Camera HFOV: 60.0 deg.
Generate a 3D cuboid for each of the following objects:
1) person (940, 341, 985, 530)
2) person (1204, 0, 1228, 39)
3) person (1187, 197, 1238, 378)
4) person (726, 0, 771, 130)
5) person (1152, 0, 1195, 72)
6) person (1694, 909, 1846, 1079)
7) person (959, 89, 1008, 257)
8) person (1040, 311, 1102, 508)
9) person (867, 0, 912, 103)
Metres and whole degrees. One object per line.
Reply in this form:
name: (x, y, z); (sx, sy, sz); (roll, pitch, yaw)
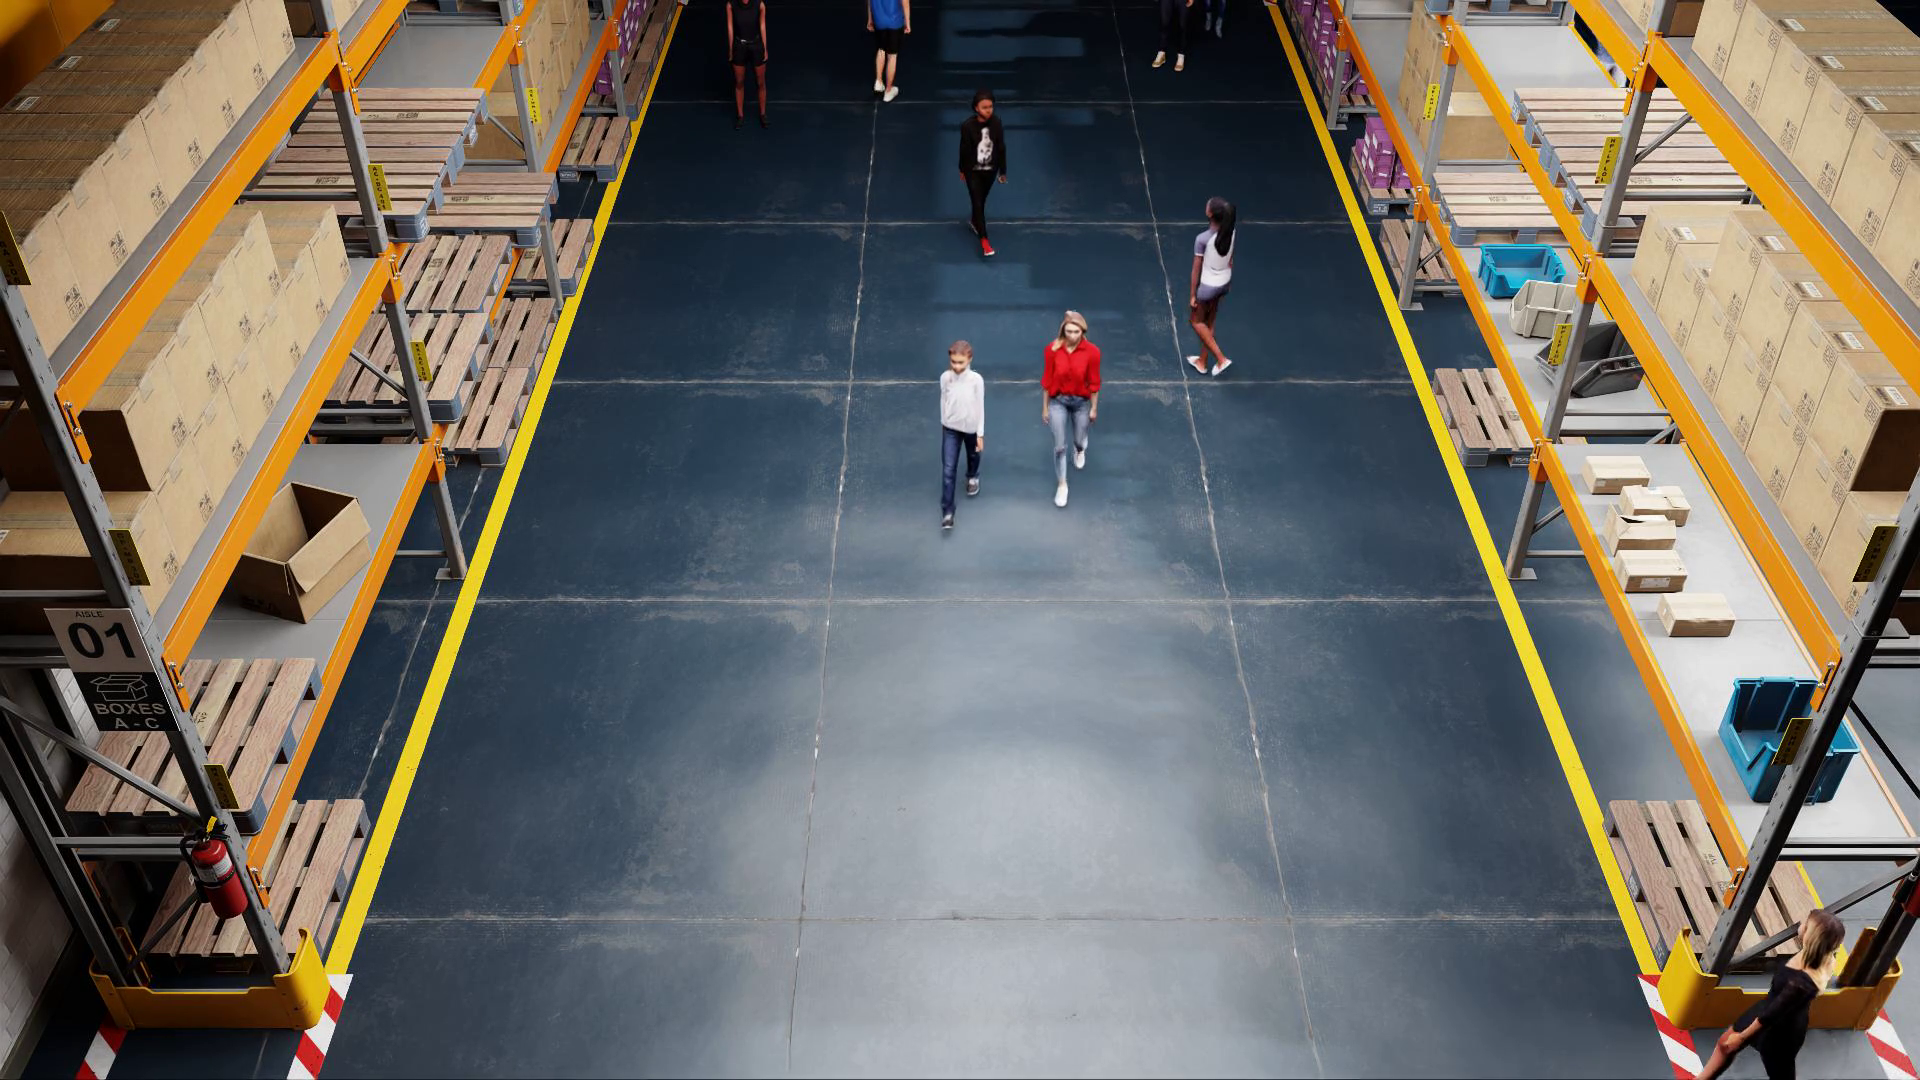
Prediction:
person: (0.048, -0.919, 13.061); (0.580, 1.509, 1.081); (4, 39, 5)
person: (3.195, -7.156, 20.794); (0.665, 1.606, 0.726); (4, 39, 5)
person: (2.227, -2.137, 14.428); (0.852, 1.707, 0.955); (-22, 43, -25)
person: (-2.362, -5.456, 18.555); (0.622, 1.743, 0.550); (-3, 39, -4)
person: (2.576, -6.567, 19.826); (0.710, 1.893, 0.676); (13, 40, 16)
person: (4.306, 2.591, 8.570); (1.023, 1.630, 1.102); (19, 42, 22)
person: (0.182, -3.682, 16.427); (0.840, 1.627, 1.157); (-12, 40, -15)
person: (0.871, -1.103, 13.145); (0.683, 1.692, 0.886); (4, 39, 6)
person: (-0.857, -5.900, 19.023); (0.762, 1.853, 0.812); (11, 40, 14)
